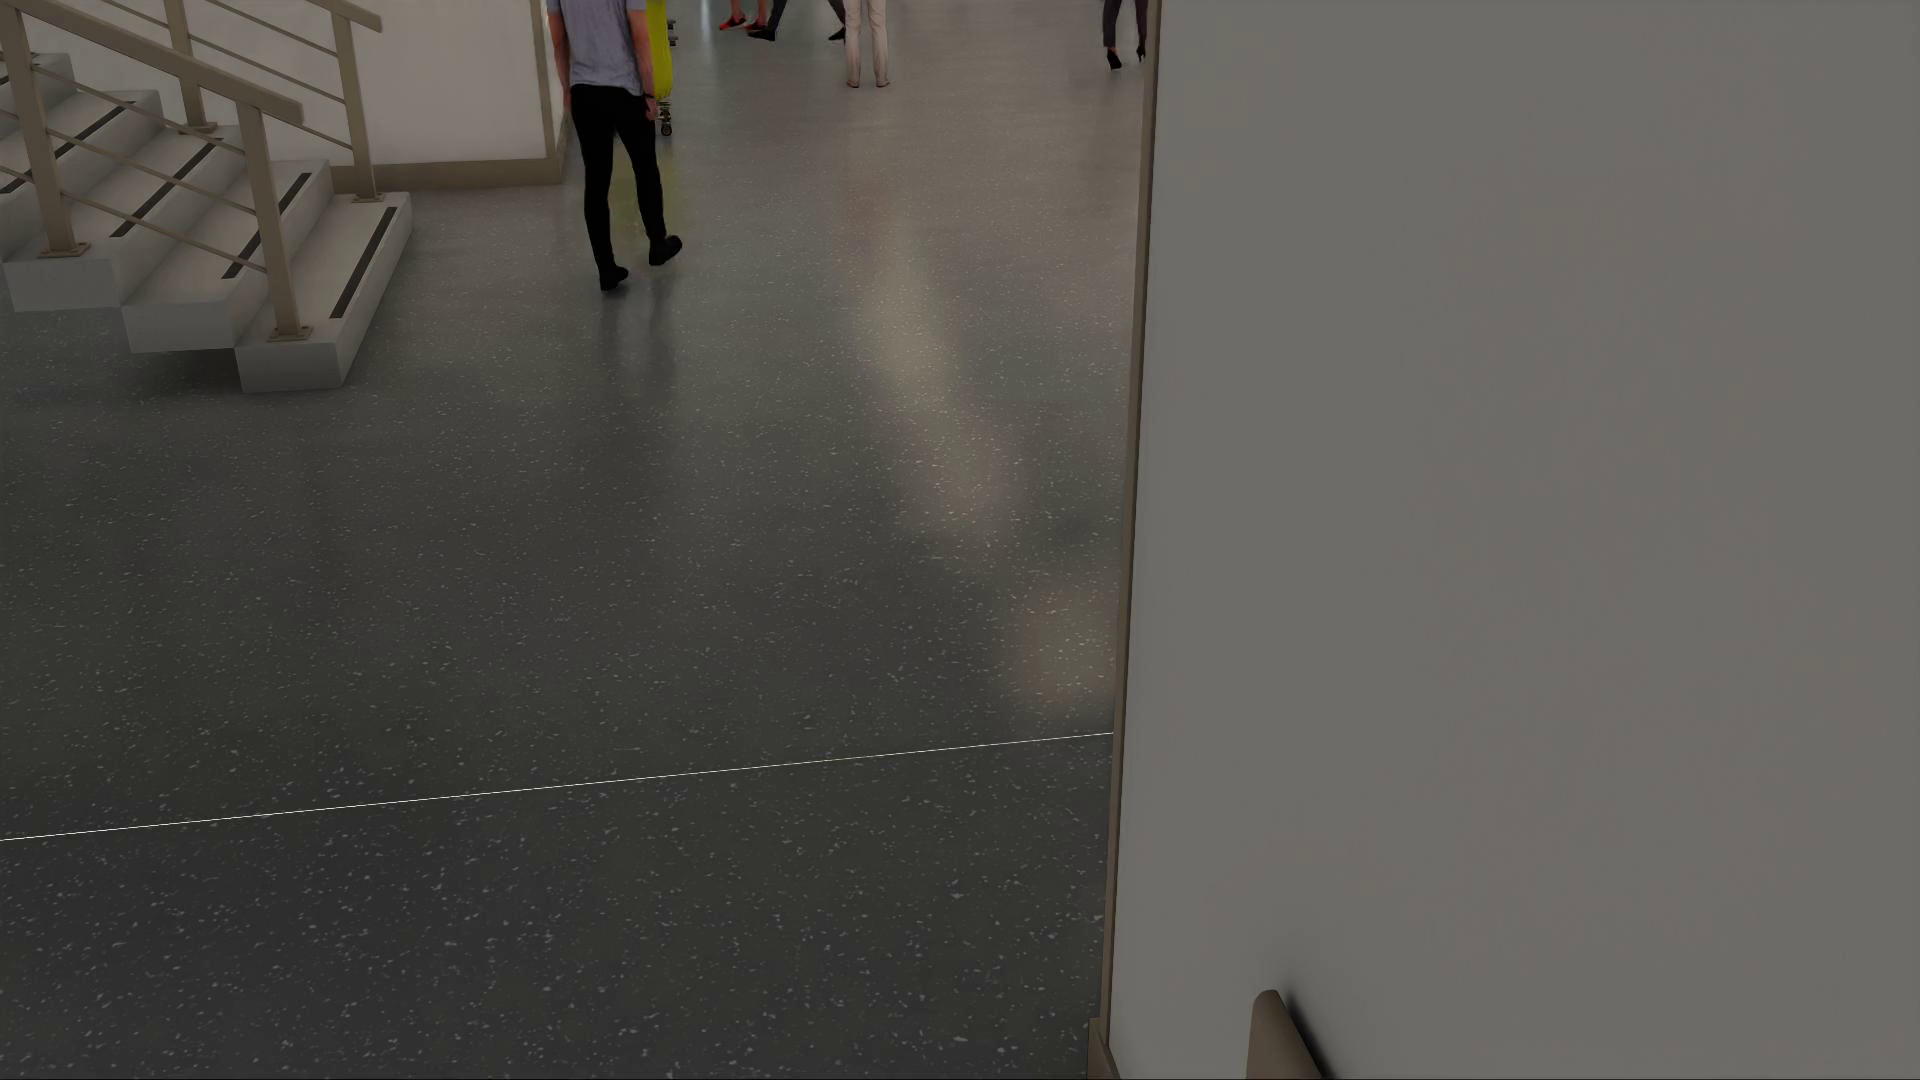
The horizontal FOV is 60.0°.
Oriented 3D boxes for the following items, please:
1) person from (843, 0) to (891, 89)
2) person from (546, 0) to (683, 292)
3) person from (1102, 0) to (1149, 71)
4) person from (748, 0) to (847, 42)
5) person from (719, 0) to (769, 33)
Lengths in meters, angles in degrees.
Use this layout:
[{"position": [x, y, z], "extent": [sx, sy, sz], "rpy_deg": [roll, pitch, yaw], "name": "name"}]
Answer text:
[{"position": [-0.744, -4.371, 12.771], "extent": [0.481, 1.724, 0.675], "rpy_deg": [-2, 26, -4], "name": "person"}, {"position": [-1.713, -2.094, 7.914], "extent": [0.999, 1.842, 0.931], "rpy_deg": [4, 26, 8], "name": "person"}, {"position": [1.284, -4.623, 13.373], "extent": [0.869, 1.655, 0.932], "rpy_deg": [18, 31, 33], "name": "person"}, {"position": [-1.278, -5.155, 14.395], "extent": [1.202, 1.725, 0.691], "rpy_deg": [-1, 26, -2], "name": "person"}, {"position": [-1.871, -5.525, 15.032], "extent": [0.876, 1.838, 0.813], "rpy_deg": [18, 31, 33], "name": "person"}]
